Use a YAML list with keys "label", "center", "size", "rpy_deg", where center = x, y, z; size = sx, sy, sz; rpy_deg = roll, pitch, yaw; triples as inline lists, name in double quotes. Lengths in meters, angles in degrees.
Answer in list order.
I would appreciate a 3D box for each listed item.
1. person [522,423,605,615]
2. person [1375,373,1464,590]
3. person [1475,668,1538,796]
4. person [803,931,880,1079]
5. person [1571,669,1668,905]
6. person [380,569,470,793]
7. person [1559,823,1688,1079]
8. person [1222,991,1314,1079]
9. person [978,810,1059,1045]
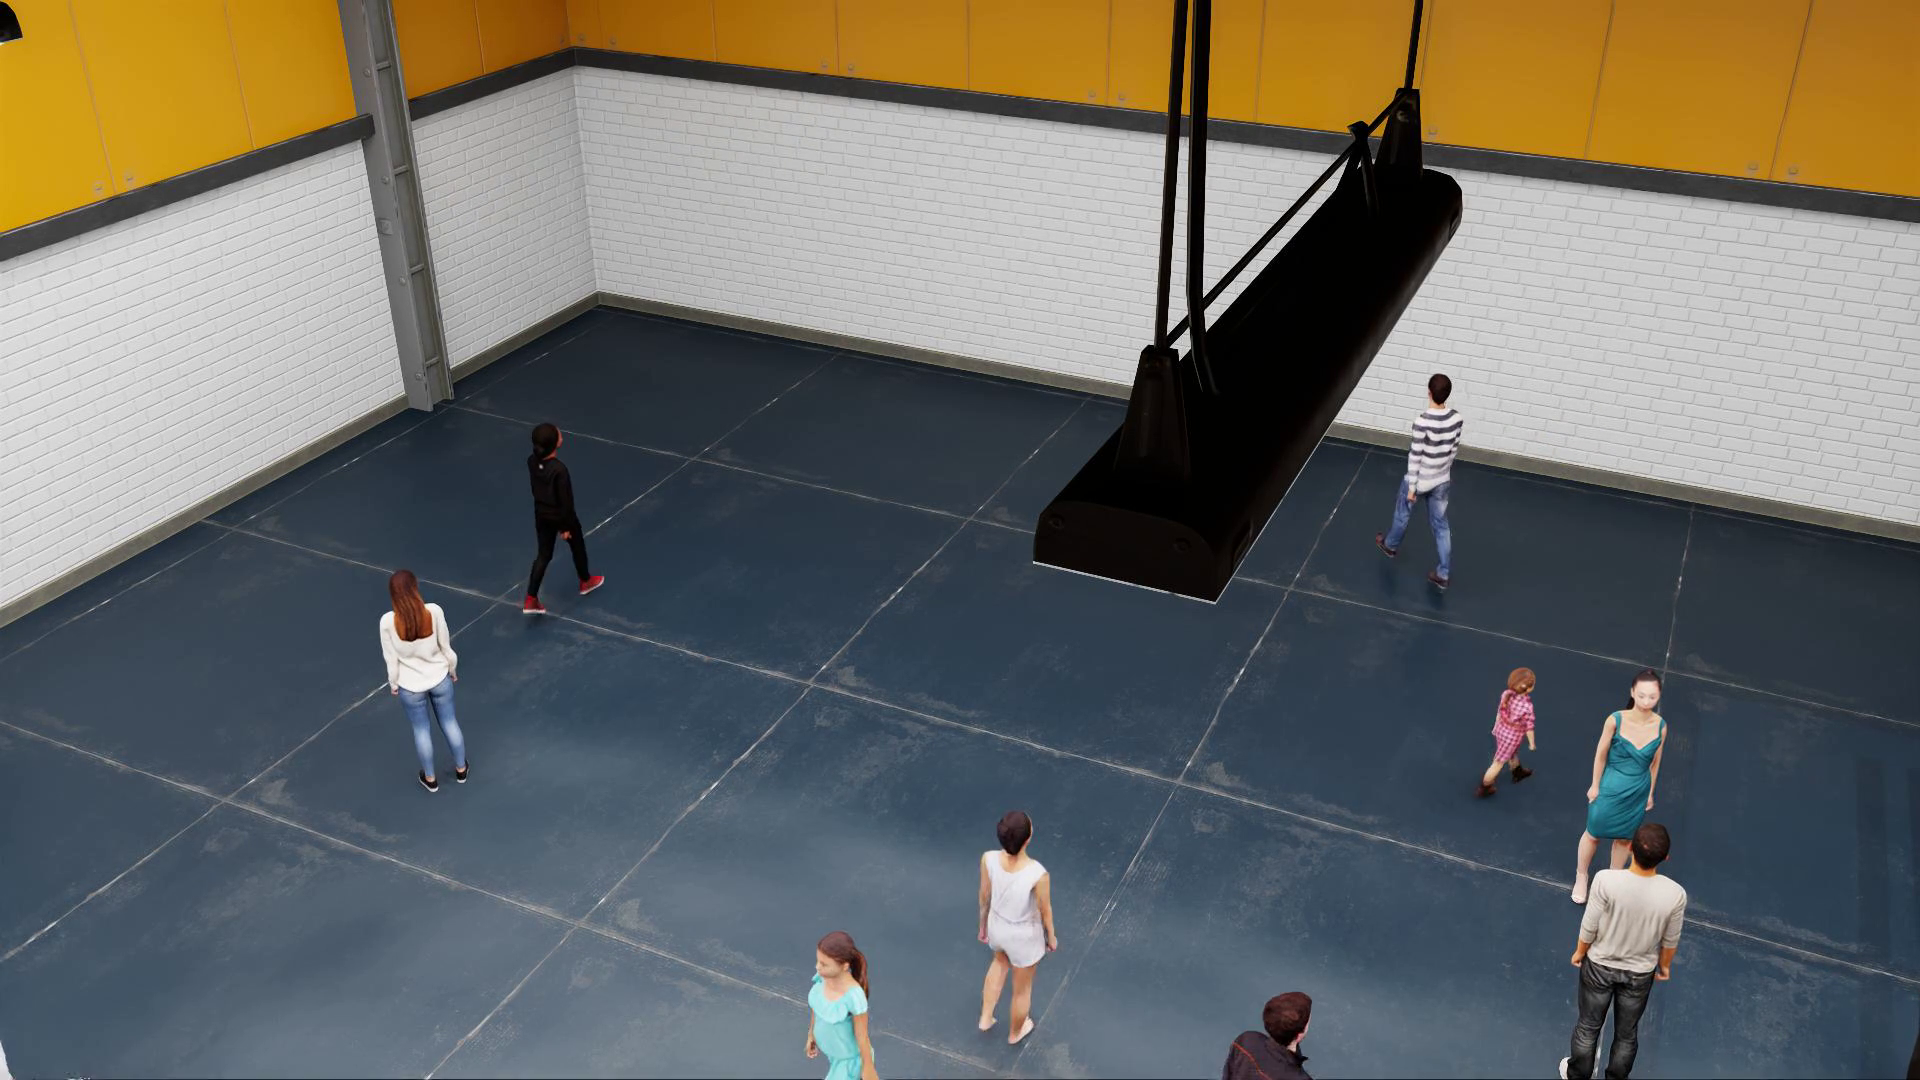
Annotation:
- label: "person"
  center: [-3.337, -0.146, 13.450]
  size: [0.600, 1.644, 1.081]
  rpy_deg: [14, 31, 23]
- label: "person"
  center: [3.953, -0.446, 13.837]
  size: [1.170, 1.800, 1.258]
  rpy_deg: [-8, 30, -15]
- label: "person"
  center: [3.749, 1.334, 11.407]
  size: [0.786, 1.002, 0.687]
  rpy_deg: [-14, 31, -23]
- label: "person"
  center: [-0.530, 2.604, 8.542]
  size: [1.127, 1.516, 0.943]
  rpy_deg: [-16, 33, -27]
- label: "person"
  center: [4.095, 1.551, 10.294]
  size: [0.599, 1.687, 0.580]
  rpy_deg: [3, 29, 6]
- label: "person"
  center: [-3.661, 0.957, 11.378]
  size: [0.691, 1.693, 0.765]
  rpy_deg: [-12, 31, -21]
- label: "person"
  center: [3.529, 2.258, 8.867]
  size: [0.688, 1.812, 0.609]
  rpy_deg: [7, 29, 12]
- label: "person"
  center: [1.325, 2.893, 7.614]
  size: [1.149, 1.897, 1.055]
  rpy_deg: [-13, 31, -22]
- label: "person"
  center: [0.268, 2.202, 9.186]
  size: [0.608, 1.605, 0.604]
  rpy_deg: [18, 33, 29]
